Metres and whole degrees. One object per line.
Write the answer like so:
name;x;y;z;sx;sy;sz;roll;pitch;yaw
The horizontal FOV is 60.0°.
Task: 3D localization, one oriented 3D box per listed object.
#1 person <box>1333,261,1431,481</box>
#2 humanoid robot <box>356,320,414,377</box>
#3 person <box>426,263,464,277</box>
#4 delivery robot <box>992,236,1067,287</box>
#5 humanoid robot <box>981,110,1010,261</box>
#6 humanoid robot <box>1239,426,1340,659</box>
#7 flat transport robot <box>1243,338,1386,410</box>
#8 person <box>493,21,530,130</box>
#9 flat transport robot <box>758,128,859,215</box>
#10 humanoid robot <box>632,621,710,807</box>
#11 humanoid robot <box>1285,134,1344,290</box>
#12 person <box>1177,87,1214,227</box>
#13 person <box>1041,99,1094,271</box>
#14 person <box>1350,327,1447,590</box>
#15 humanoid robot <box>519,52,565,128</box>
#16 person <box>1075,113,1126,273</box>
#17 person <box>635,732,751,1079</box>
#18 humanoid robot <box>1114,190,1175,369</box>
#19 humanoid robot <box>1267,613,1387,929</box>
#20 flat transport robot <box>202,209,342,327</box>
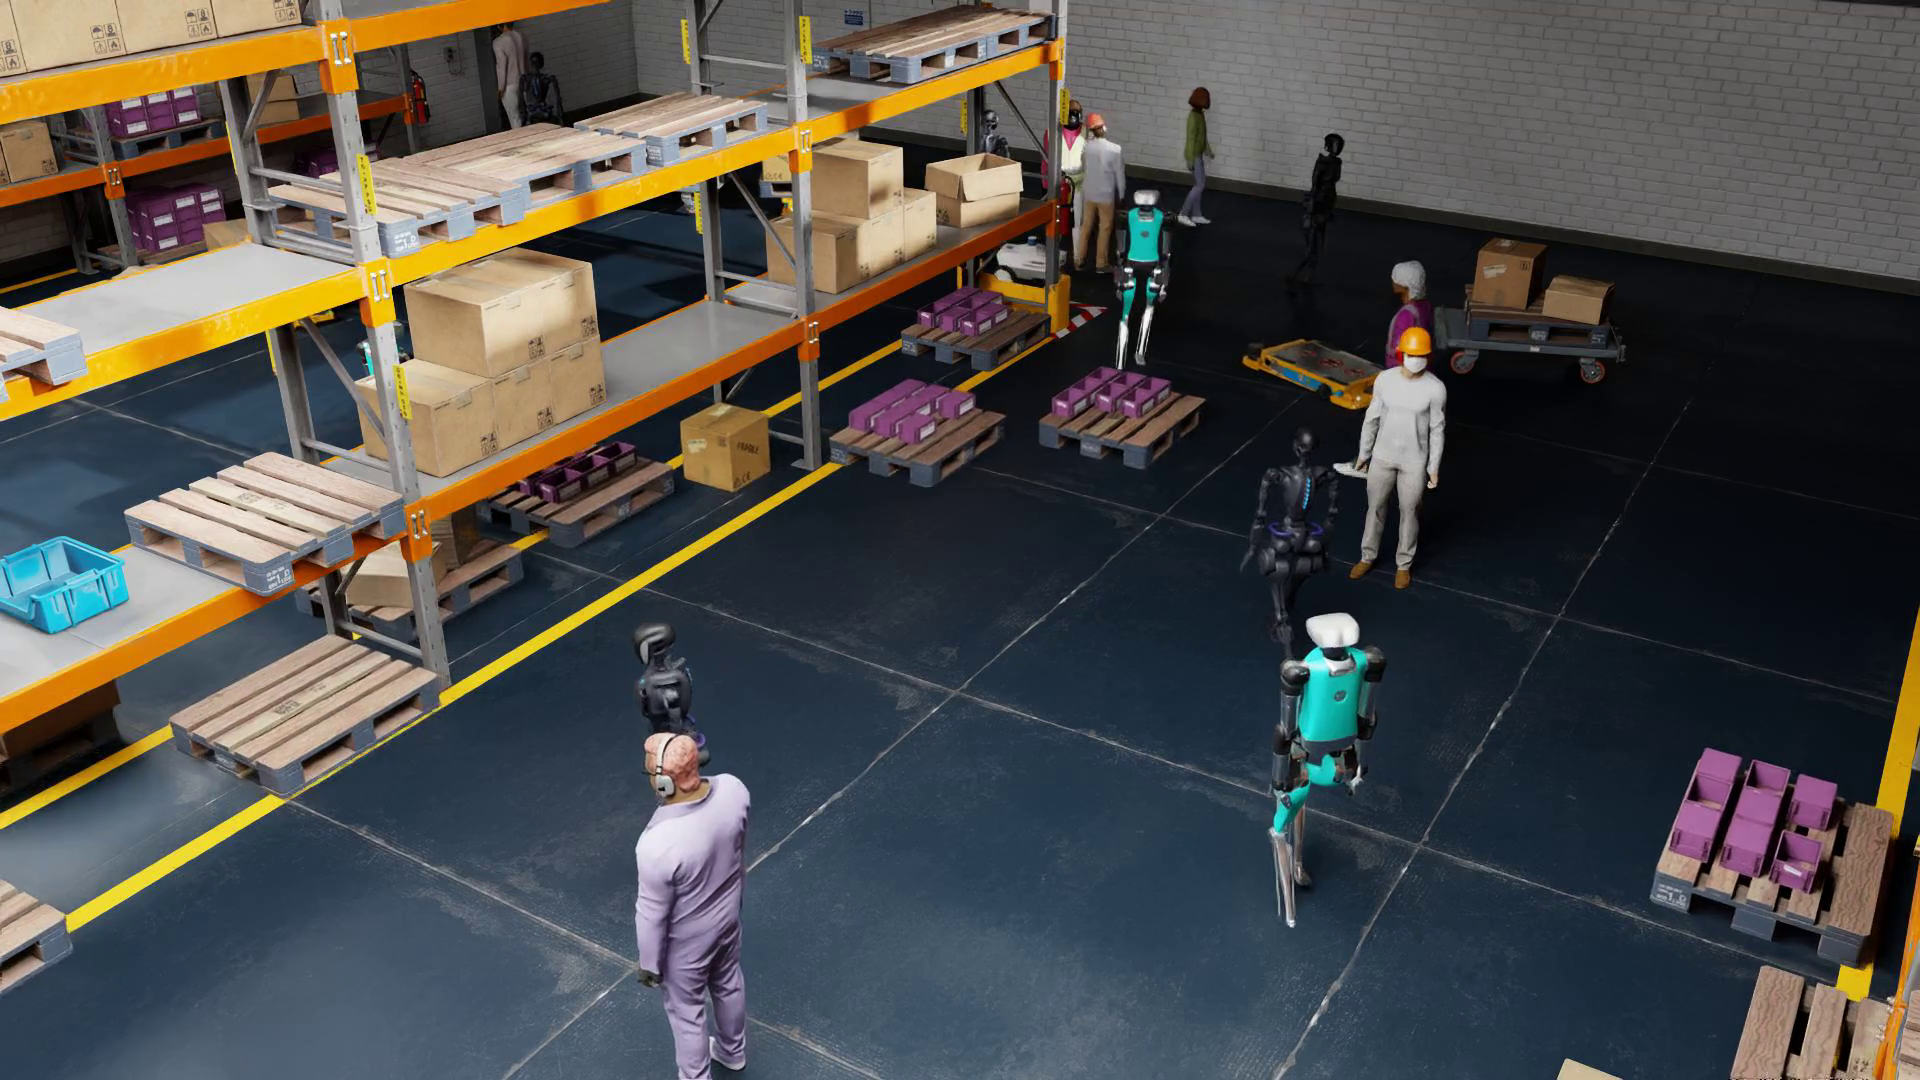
person;3.366;-1.327;13.092;0.702;1.825;0.533;18;32;31
humanoid robot;-3.898;-0.866;12.134;0.533;1.677;0.735;19;32;32
person;-4.949;-2.706;15.748;0.485;1.889;0.985;11;29;21
delivery robot;0.741;-2.922;17.635;0.768;0.591;0.499;12;29;22
humanoid robot;0.363;-3.920;18.361;0.608;1.647;0.379;19;33;33
humanoid robot;2.100;0.050;10.611;0.613;1.628;0.793;-5;27;-10
flat transport robot;3.328;-1.545;15.243;0.659;0.231;1.431;-17;32;-30
person;-6.048;-6.175;22.523;0.359;1.938;0.635;12;29;23
flat transport robot;-1.844;-4.294;20.660;0.659;0.231;1.431;-1;27;-2
humanoid robot;-1.413;1.121;8.430;0.400;1.638;0.587;-12;29;-22
humanoid robot;3.737;-3.447;17.442;0.424;1.644;0.615;20;33;34
person;2.818;-4.514;19.590;0.368;1.621;0.533;6;28;12
person;1.183;-3.837;18.020;0.624;1.846;0.429;3;27;5
person;3.049;-0.575;11.533;0.581;1.897;0.344;13;30;25
humanoid robot;-5.356;-5.411;21.314;0.600;1.646;0.486;3;27;7
person;1.488;-3.713;17.916;0.610;1.716;0.354;16;31;29
person;-1.162;1.644;7.166;0.412;1.896;0.643;16;31;28
humanoid robot;1.677;-2.386;15.339;0.531;1.835;0.729;3;27;5
humanoid robot;1.744;1.100;8.430;0.543;1.803;0.837;-7;28;-13
flat transport robot;-6.971;-2.473;17.072;0.659;0.231;1.431;-17;32;-30
